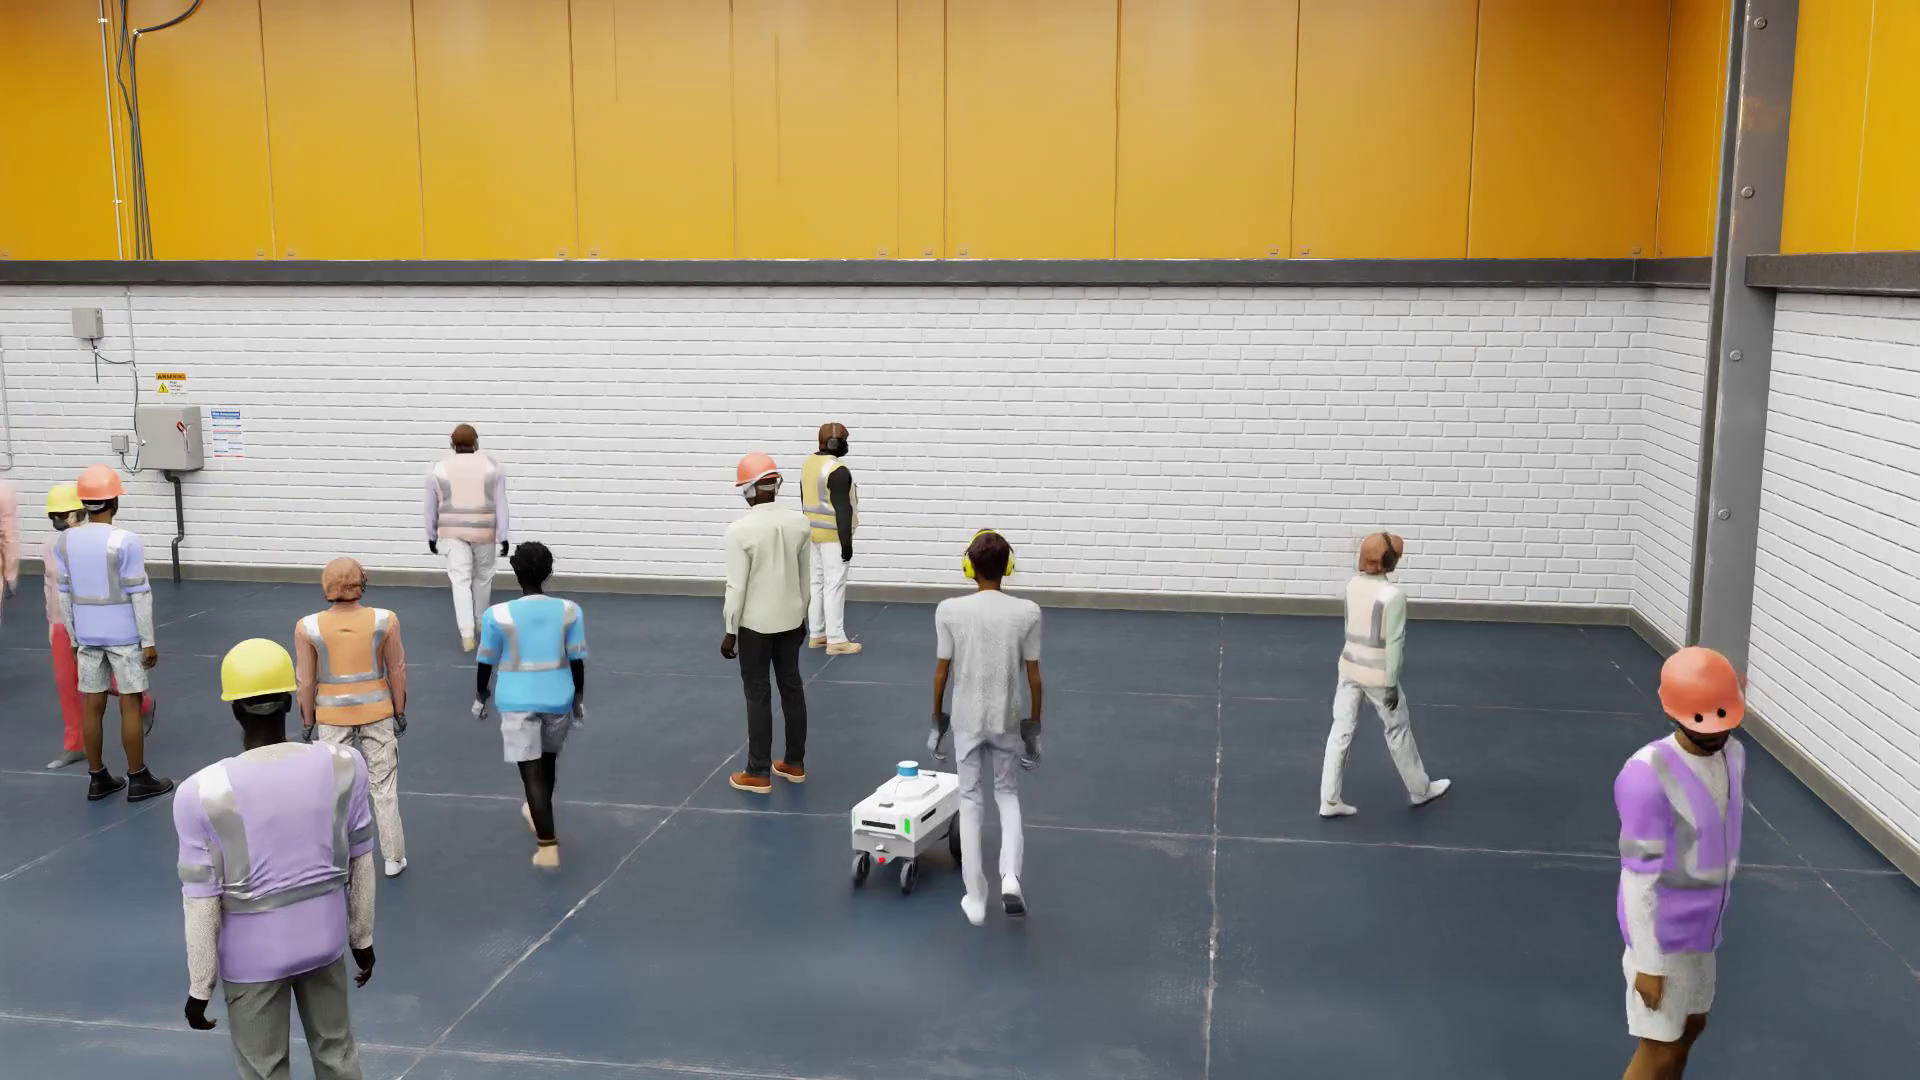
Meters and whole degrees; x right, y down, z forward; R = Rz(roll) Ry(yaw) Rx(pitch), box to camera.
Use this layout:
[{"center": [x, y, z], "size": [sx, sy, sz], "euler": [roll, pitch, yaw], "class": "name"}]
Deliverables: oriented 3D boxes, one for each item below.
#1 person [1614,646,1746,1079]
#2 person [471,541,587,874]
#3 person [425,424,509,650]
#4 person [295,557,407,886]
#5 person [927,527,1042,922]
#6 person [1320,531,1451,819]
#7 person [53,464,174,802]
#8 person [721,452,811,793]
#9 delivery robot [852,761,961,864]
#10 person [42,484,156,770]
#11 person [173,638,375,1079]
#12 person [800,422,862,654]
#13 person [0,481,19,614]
[{"center": [2.361, 1.237, 5.355], "size": [0.750, 1.894, 0.411], "euler": [-7, 12, -38], "class": "person"}, {"center": [-2.212, 0.827, 8.568], "size": [0.545, 1.646, 0.851], "euler": [-6, 11, -33], "class": "person"}, {"center": [-4.016, -0.050, 13.565], "size": [0.652, 1.787, 0.975], "euler": [-3, 10, -17], "class": "person"}, {"center": [-2.996, 0.893, 8.225], "size": [0.514, 1.640, 0.310], "euler": [-4, 10, -22], "class": "person"}, {"center": [0.110, 0.870, 7.725], "size": [0.524, 1.857, 0.425], "euler": [-1, 9, -8], "class": "person"}, {"center": [2.351, 0.745, 9.233], "size": [0.831, 1.591, 0.541], "euler": [-5, 10, -26], "class": "person"}, {"center": [-4.841, 0.535, 9.499], "size": [0.549, 1.942, 0.347], "euler": [2, 9, 9], "class": "person"}, {"center": [-1.136, 0.479, 9.714], "size": [0.392, 1.986, 0.609], "euler": [9, 13, 44], "class": "person"}, {"center": [-0.260, 1.360, 8.389], "size": [0.477, 0.478, 0.707], "euler": [4, 10, 23], "class": "delivery robot"}, {"center": [-5.385, 0.504, 10.309], "size": [0.527, 1.749, 0.666], "euler": [3, 10, 17], "class": "person"}, {"center": [-2.097, 1.252, 5.129], "size": [0.384, 1.922, 0.593], "euler": [9, 13, 44], "class": "person"}, {"center": [-1.018, -0.019, 13.232], "size": [0.428, 1.840, 0.631], "euler": [-6, 11, -32], "class": "person"}, {"center": [-6.937, 0.212, 11.676], "size": [0.646, 1.886, 0.686], "euler": [-2, 9, -10], "class": "person"}]
